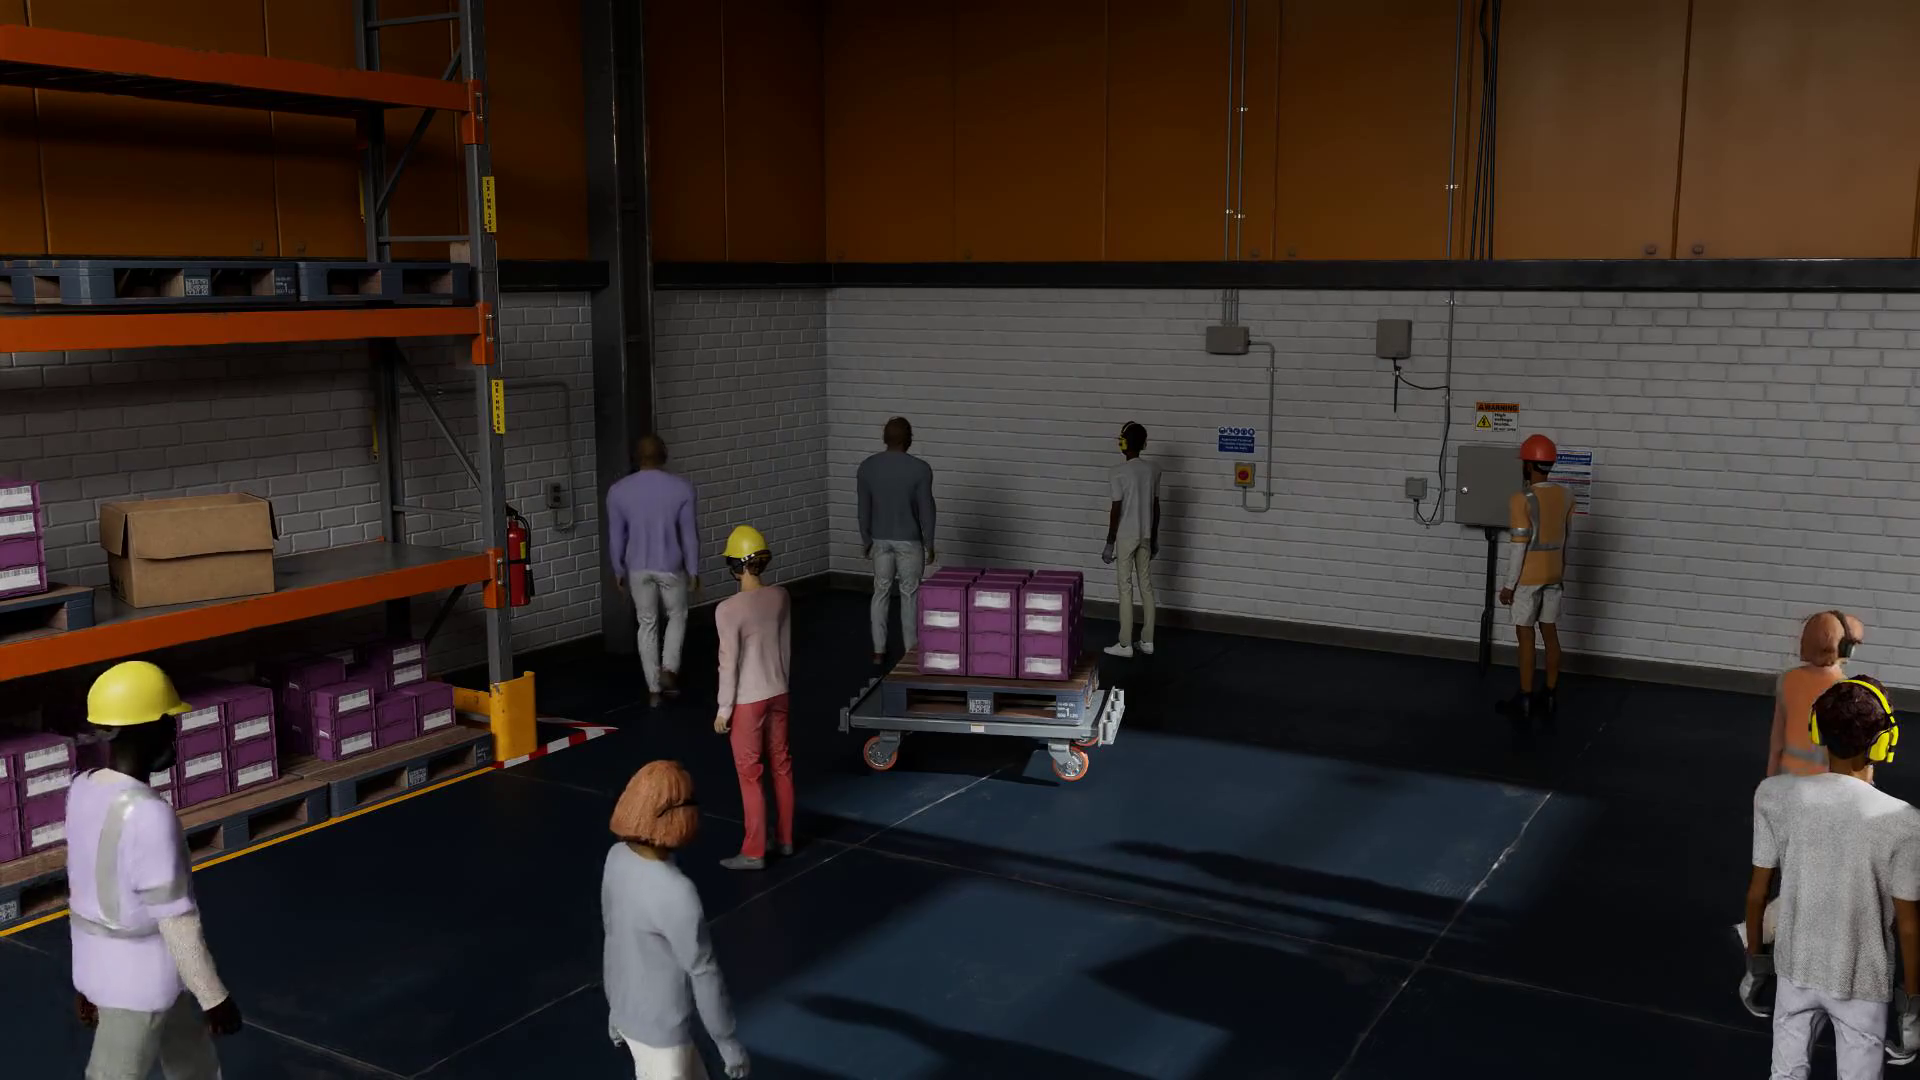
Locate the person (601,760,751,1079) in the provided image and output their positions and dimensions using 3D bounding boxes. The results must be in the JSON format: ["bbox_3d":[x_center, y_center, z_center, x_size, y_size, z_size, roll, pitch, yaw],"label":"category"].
[{"bbox_3d":[-0.812,1.440,4.956,0.504,1.621,0.509,-5,11,-30],"label":"person"}]

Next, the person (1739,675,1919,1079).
[{"bbox_3d":[2.583,1.317,4.929,0.328,1.873,0.520,-8,12,-42],"label":"person"}]

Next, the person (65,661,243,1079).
[{"bbox_3d":[-2.511,1.301,5.009,0.991,1.887,0.583,-8,12,-41],"label":"person"}]

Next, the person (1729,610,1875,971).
[{"bbox_3d":[3.578,1.100,7.056,0.593,1.616,0.525,-2,9,-10],"label":"person"}]

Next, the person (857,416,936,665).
[{"bbox_3d":[-0.483,0.014,12.852,0.635,1.937,0.352,4,10,21],"label":"person"}]

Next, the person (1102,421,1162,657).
[{"bbox_3d":[1.358,0.001,13.178,0.511,1.862,0.329,-5,11,-31],"label":"person"}]

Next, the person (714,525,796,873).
[{"bbox_3d":[-1.056,0.804,8.458,0.327,1.769,0.525,6,11,35],"label":"person"}]

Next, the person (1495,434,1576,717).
[{"bbox_3d":[3.933,0.244,11.412,0.542,1.939,0.363,-5,10,-27],"label":"person"}]

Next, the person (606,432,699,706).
[{"bbox_3d":[-2.138,0.203,11.684,0.639,1.927,0.431,0,9,-3],"label":"person"}]
